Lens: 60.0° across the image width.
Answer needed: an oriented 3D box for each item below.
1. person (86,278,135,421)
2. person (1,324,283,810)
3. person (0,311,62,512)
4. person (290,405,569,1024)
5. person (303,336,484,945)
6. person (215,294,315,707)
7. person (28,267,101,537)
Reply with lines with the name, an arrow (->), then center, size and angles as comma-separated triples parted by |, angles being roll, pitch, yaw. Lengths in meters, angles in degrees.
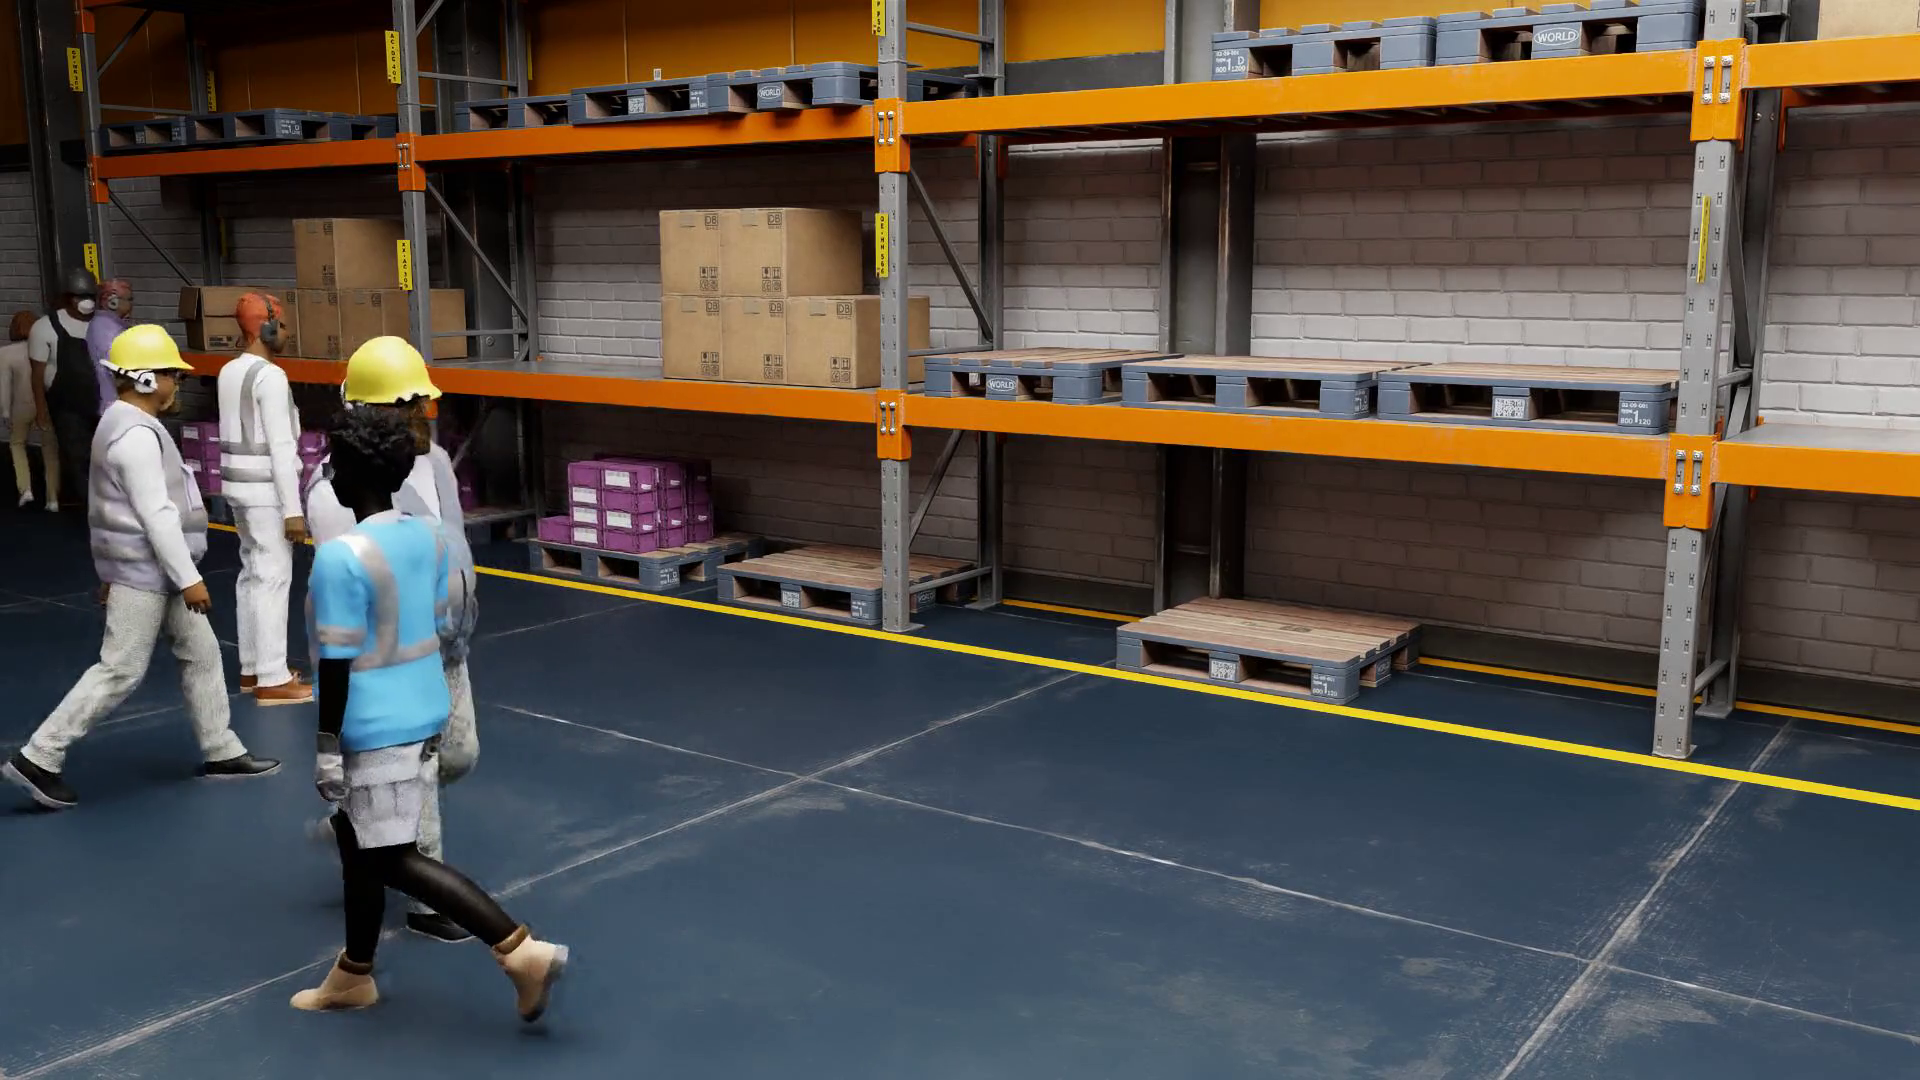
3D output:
person -> -6.241, -0.994, 12.388 | 0.414, 1.895, 0.672 | -6, 11, -31
person -> -3.115, 0.097, 6.213 | 0.906, 1.799, 0.576 | -4, 10, -23
person -> -7.482, -1.033, 13.443 | 0.502, 1.621, 0.468 | -8, 12, -39
person -> -1.414, 0.486, 4.320 | 0.781, 1.674, 0.536 | 1, 10, 5
person -> -1.705, 0.305, 4.931 | 0.579, 1.813, 0.587 | 2, 10, 15
person -> -3.207, -0.184, 7.664 | 0.616, 1.873, 0.369 | 9, 13, 44
person -> -6.456, -1.059, 12.348 | 1.052, 2.000, 0.688 | 9, 13, 44
